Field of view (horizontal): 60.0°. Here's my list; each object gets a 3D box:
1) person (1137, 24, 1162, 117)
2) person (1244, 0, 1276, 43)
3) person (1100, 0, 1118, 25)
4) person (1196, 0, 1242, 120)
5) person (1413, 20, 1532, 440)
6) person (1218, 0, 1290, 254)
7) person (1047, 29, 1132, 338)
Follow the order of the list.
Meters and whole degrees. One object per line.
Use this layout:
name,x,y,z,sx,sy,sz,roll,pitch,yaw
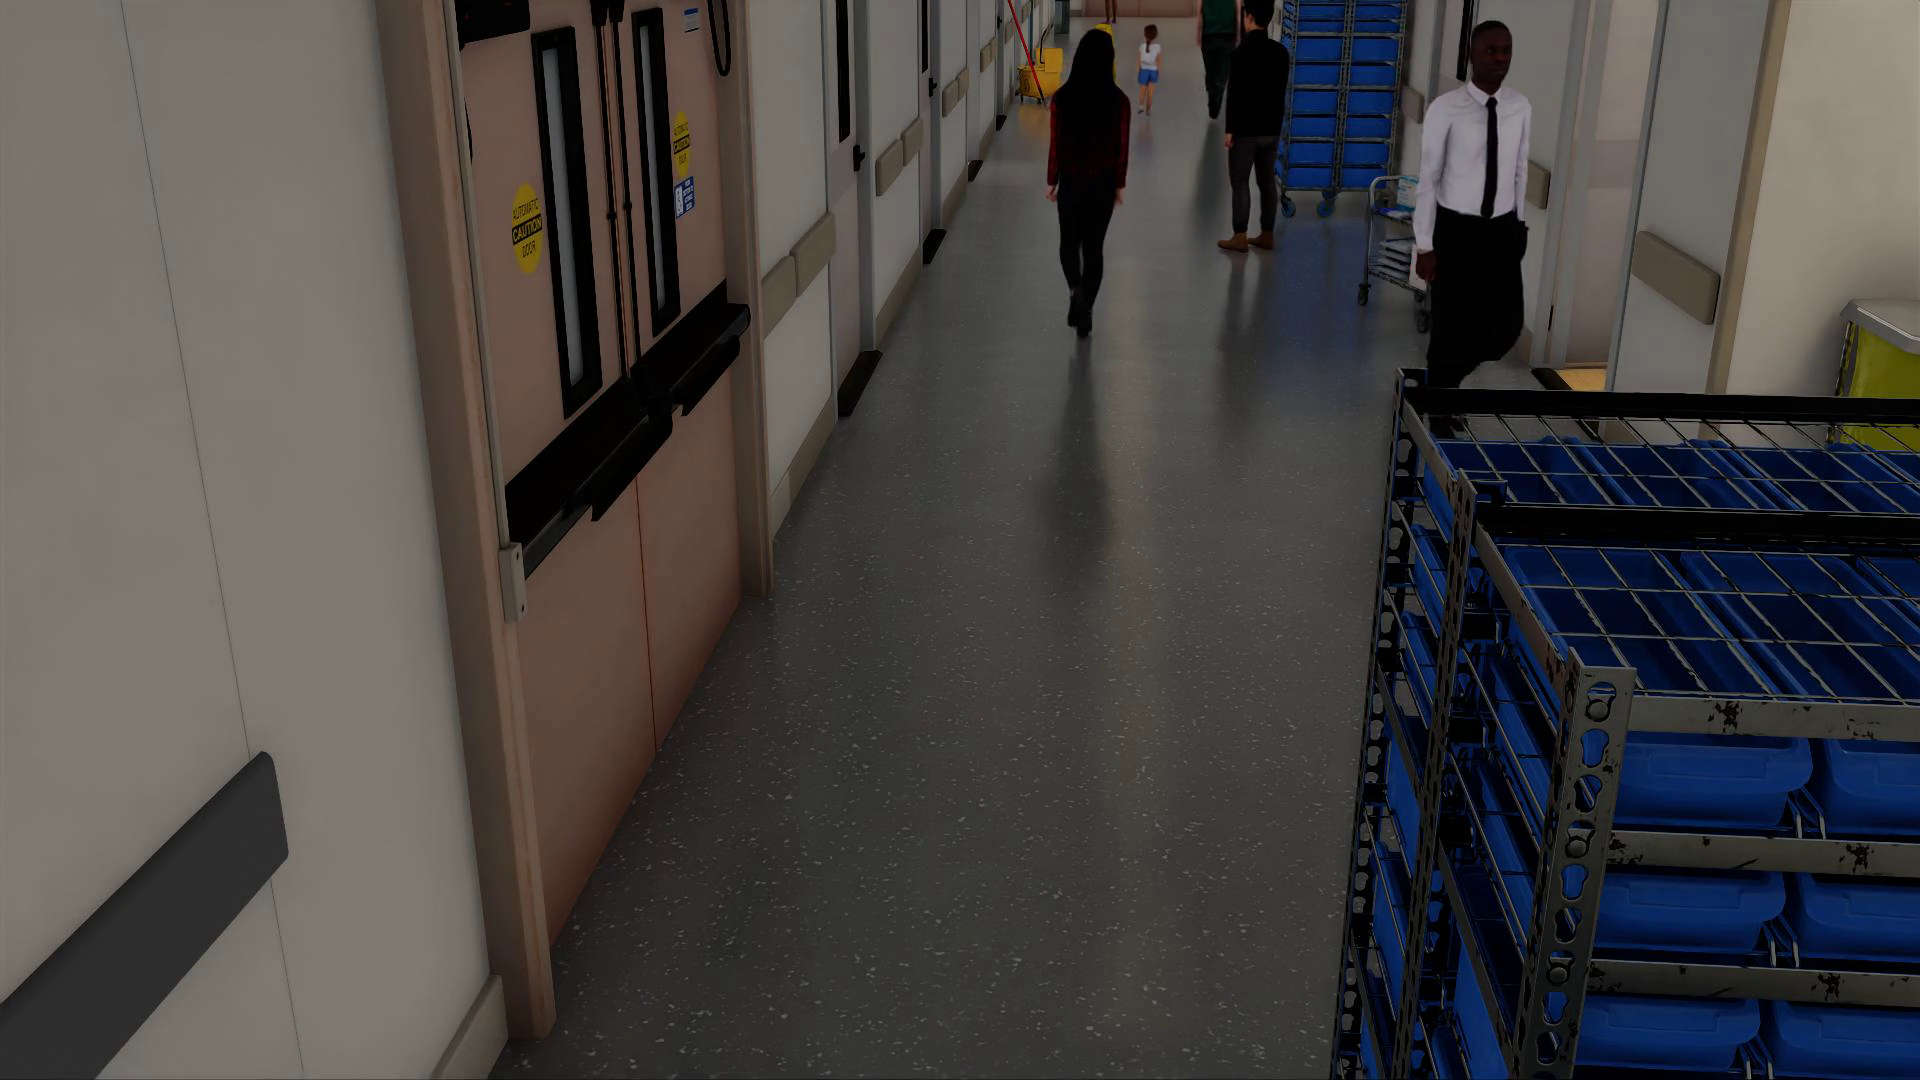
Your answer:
person,2.188,-5.441,19.274,0.435,1.014,0.448,4,21,11
person,5.417,-9.589,29.042,1.189,1.853,1.330,-14,25,-33
person,3.184,-11.709,34.815,0.774,1.727,0.816,-11,24,-27
person,2.876,-5.606,18.568,0.806,1.818,1.156,6,22,16
person,2.158,-1.286,7.159,0.758,1.825,0.827,-3,21,-9
person,2.040,-2.866,11.477,0.722,1.722,0.729,-11,23,-26
person,0.699,-1.899,9.031,0.604,1.645,0.656,1,21,2
